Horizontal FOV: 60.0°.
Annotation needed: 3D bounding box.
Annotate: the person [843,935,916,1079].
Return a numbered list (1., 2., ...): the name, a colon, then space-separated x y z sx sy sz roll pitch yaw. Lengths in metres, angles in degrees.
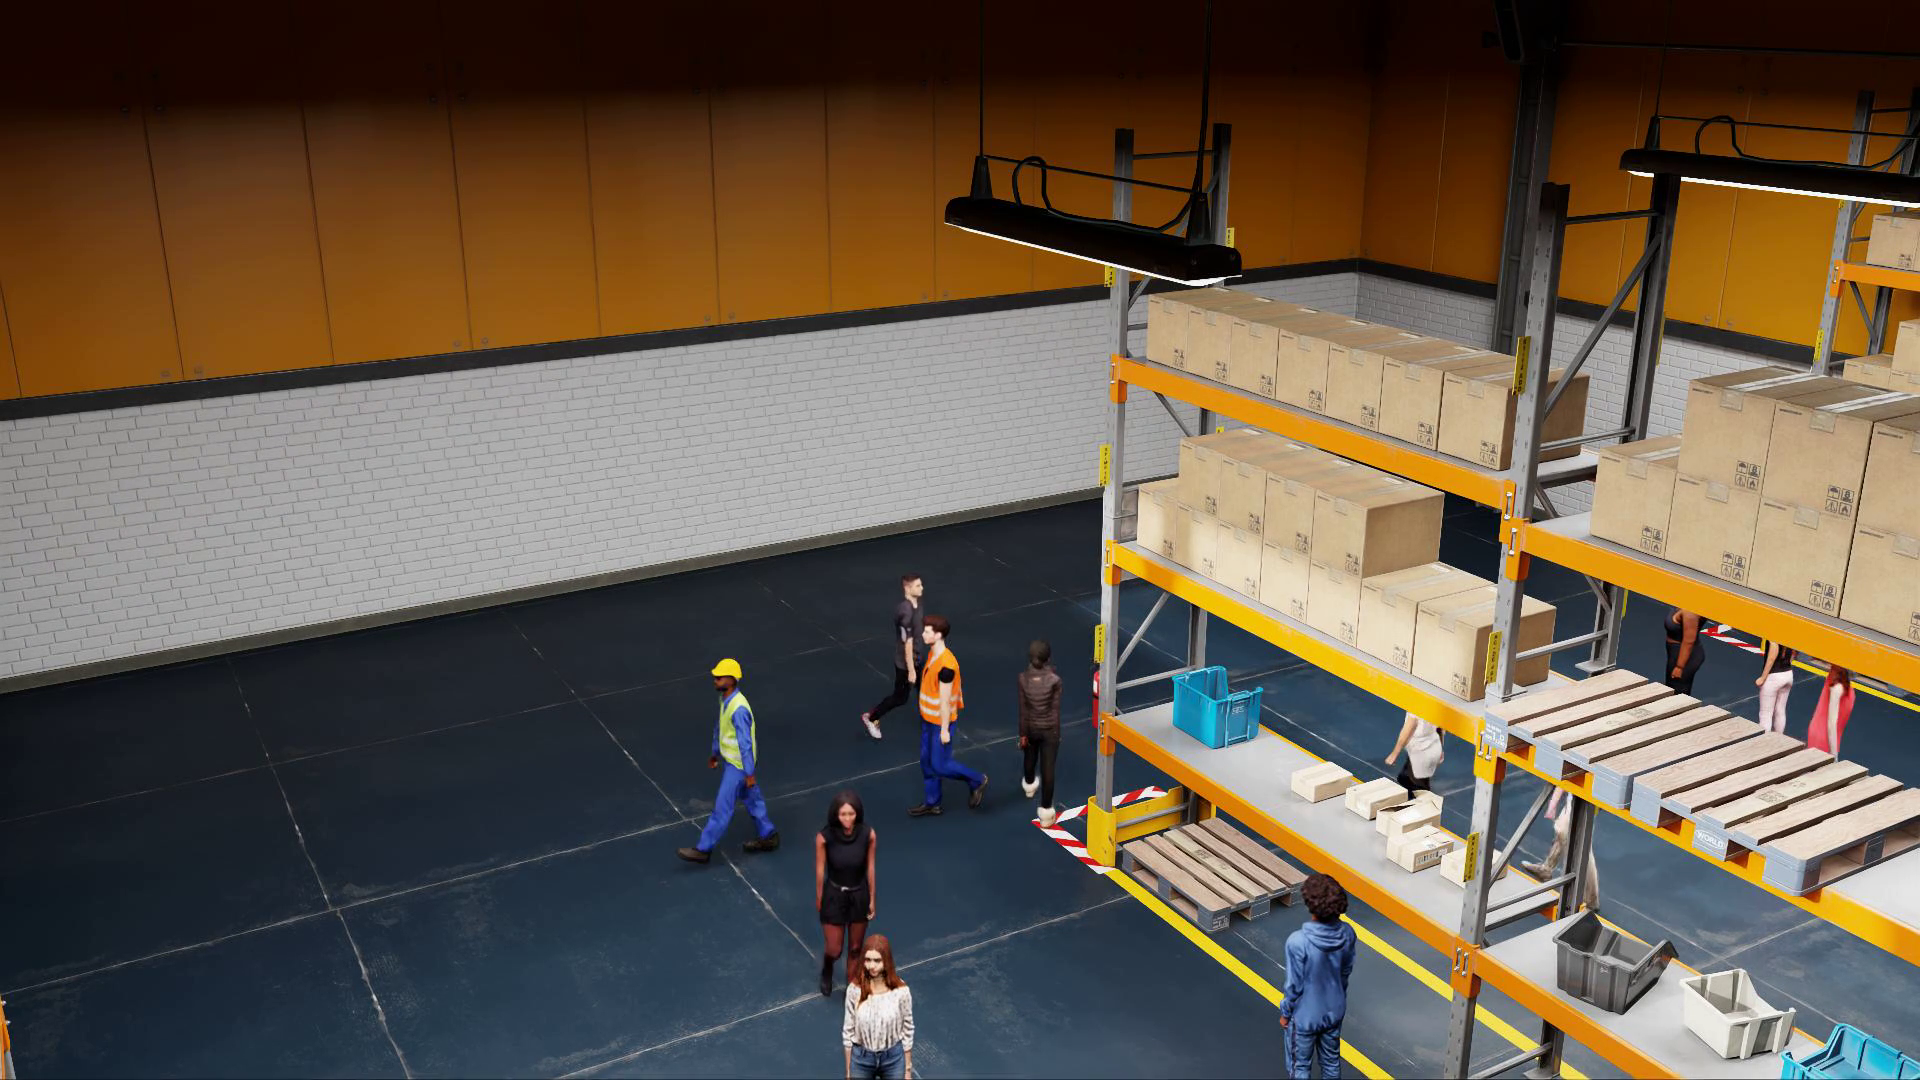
1. person: -0.493 3.138 10.010 0.651 1.729 0.672 1 19 3

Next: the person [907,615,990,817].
1. person: -0.100 1.552 14.500 0.889 1.870 0.976 -5 19 -15

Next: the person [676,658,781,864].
1. person: -1.766 1.833 13.818 0.891 1.773 1.124 -7 20 -19

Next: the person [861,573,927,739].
1. person: -0.550 1.159 15.871 1.193 1.739 1.084 6 20 18

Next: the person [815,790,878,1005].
1. person: -0.817 2.528 11.816 0.650 1.733 0.722 -5 19 -15

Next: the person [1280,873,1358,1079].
1. person: 2.246 2.930 10.499 0.702 1.811 0.611 -7 20 -21

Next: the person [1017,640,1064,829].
1. person: 0.752 1.630 14.629 1.125 1.638 1.025 -8 20 -21
